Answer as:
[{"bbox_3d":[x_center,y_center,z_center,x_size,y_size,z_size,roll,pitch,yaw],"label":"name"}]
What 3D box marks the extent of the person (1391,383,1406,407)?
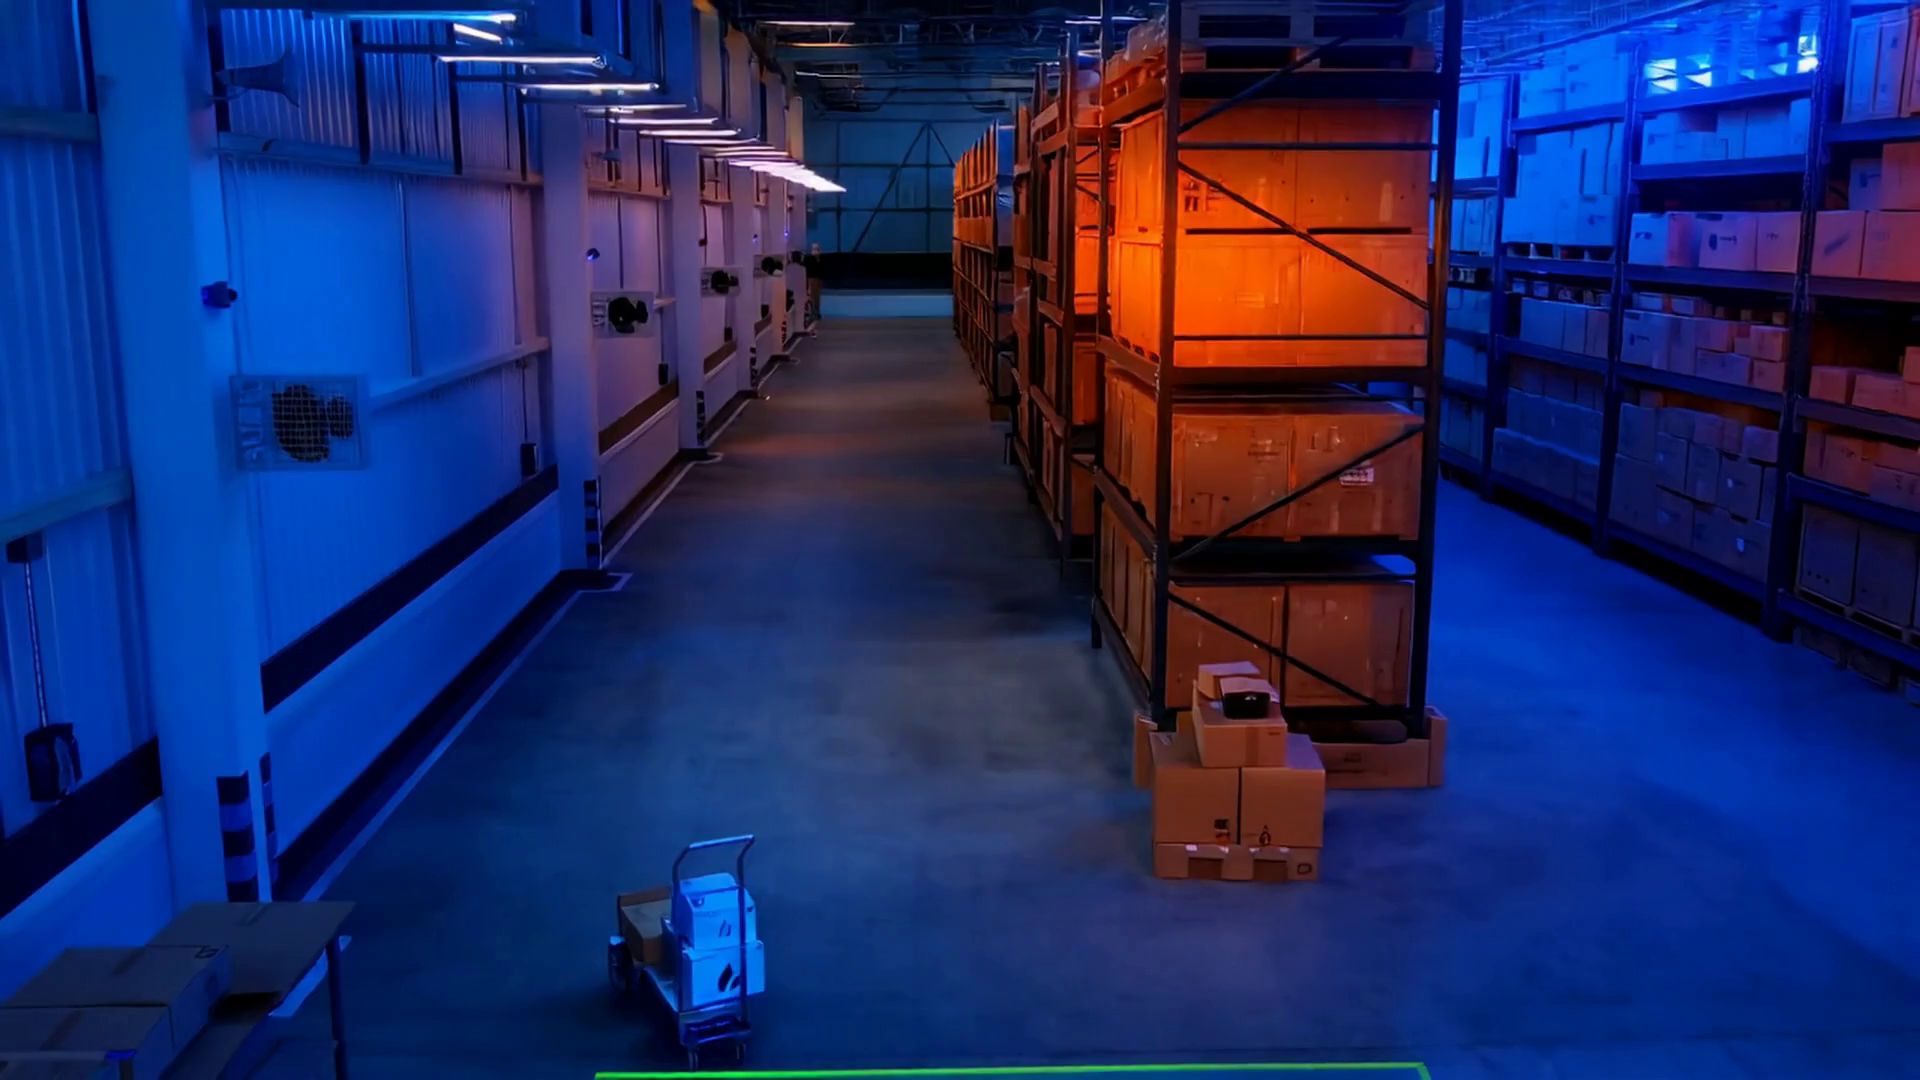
[{"bbox_3d":[7.532,-2.239,28.814,0.696,1.608,0.508,0,11,1],"label":"person"}]
